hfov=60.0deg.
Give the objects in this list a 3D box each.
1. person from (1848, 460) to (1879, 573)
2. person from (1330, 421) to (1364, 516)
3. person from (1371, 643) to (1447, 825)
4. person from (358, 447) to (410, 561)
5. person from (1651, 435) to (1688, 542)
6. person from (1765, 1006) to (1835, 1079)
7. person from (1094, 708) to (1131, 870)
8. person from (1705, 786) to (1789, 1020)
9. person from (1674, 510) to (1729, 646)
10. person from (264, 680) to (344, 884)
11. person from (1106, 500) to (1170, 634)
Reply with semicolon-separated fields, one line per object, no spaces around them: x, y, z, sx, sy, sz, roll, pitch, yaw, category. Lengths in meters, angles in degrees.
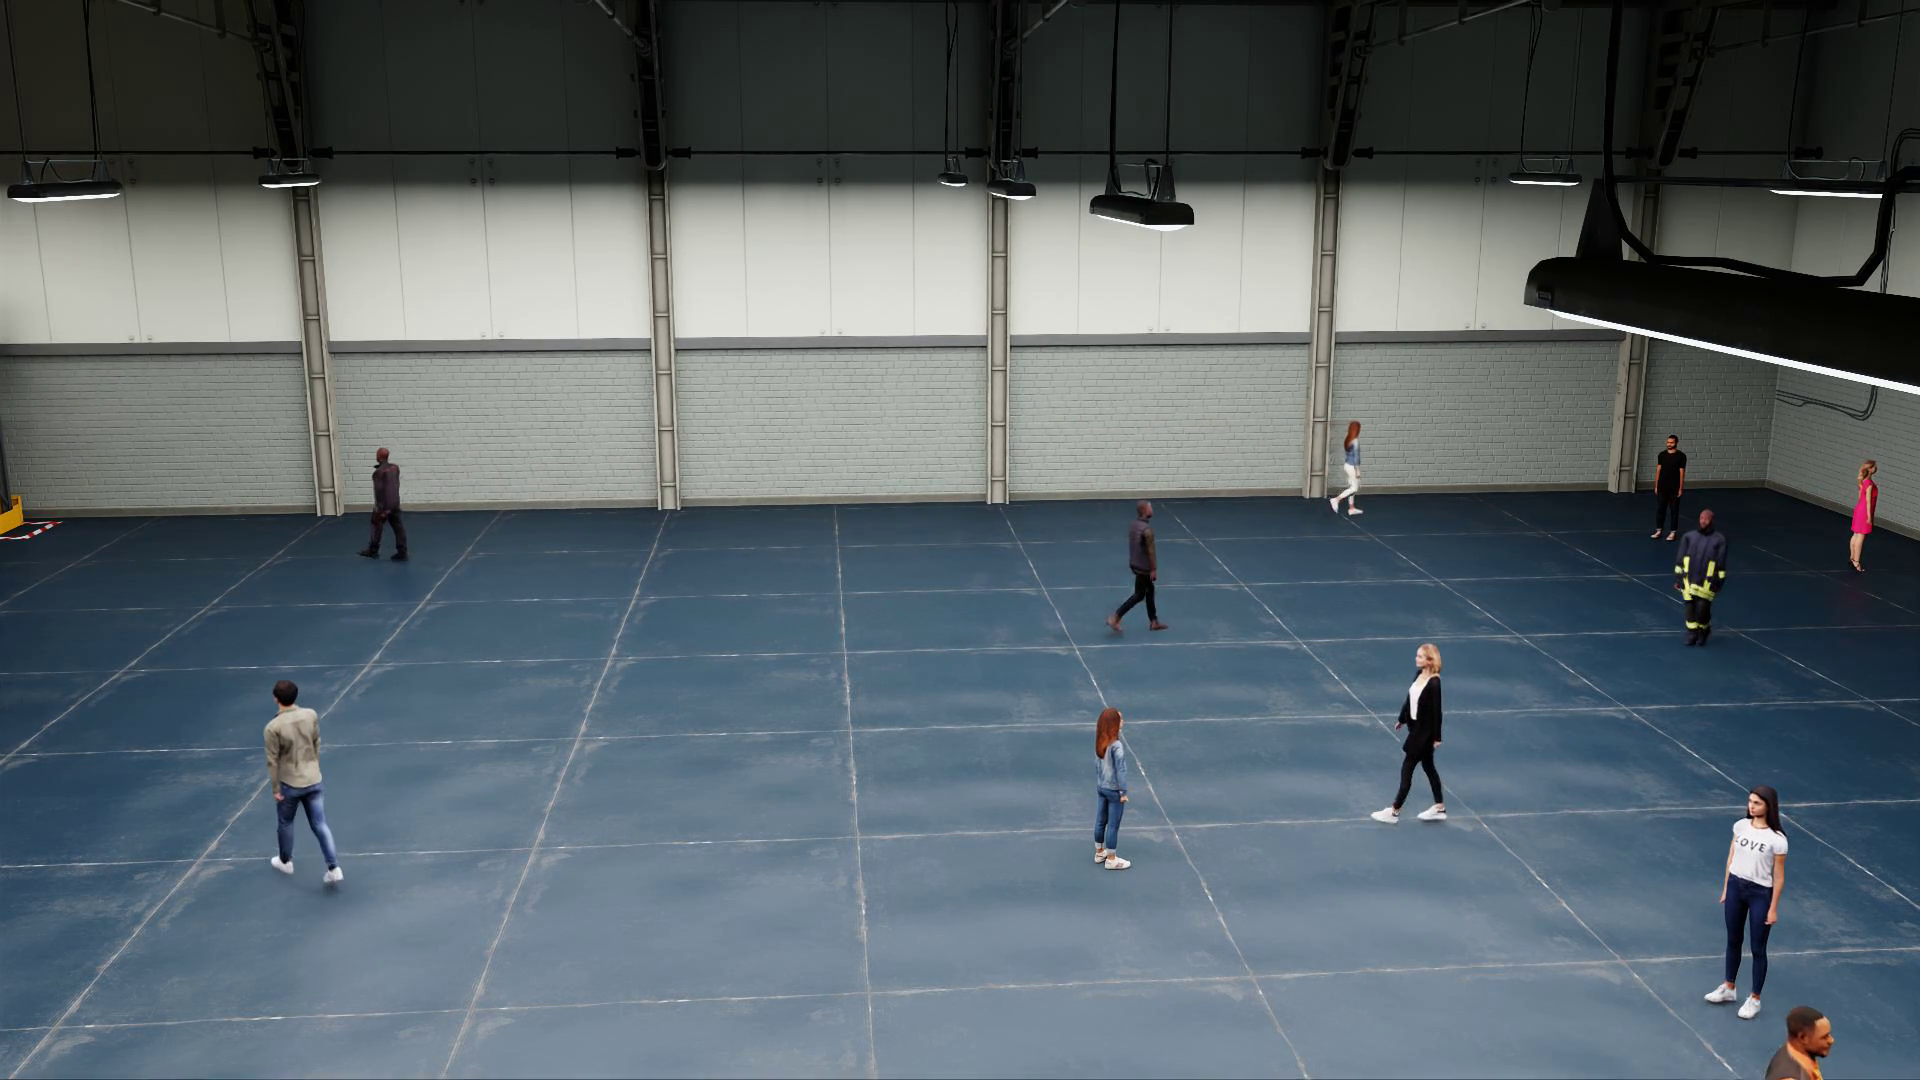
13.917;-0.397;25.634;0.636;1.729;0.636;3;13;14;person
6.854;-1.248;29.397;0.862;1.690;0.609;-1;13;-6;person
4.499;1.855;15.816;0.993;1.771;0.628;0;13;-2;person
-8.906;-0.545;26.116;1.166;1.800;0.994;5;14;20;person
11.820;-0.886;27.681;0.696;1.758;0.753;11;17;40;person
4.379;3.370;9.026;1.278;1.884;1.106;7;15;28;person
1.347;2.214;14.920;0.622;1.476;0.640;-7;15;-27;person
5.872;2.660;12.333;0.657;1.774;0.665;-8;15;-30;person
9.662;0.477;21.679;0.921;1.810;0.979;11;17;39;person
-5.687;2.131;14.467;1.241;1.842;1.197;11;17;40;person
2.344;0.391;22.069;1.229;1.802;0.872;-4;14;-16;person
